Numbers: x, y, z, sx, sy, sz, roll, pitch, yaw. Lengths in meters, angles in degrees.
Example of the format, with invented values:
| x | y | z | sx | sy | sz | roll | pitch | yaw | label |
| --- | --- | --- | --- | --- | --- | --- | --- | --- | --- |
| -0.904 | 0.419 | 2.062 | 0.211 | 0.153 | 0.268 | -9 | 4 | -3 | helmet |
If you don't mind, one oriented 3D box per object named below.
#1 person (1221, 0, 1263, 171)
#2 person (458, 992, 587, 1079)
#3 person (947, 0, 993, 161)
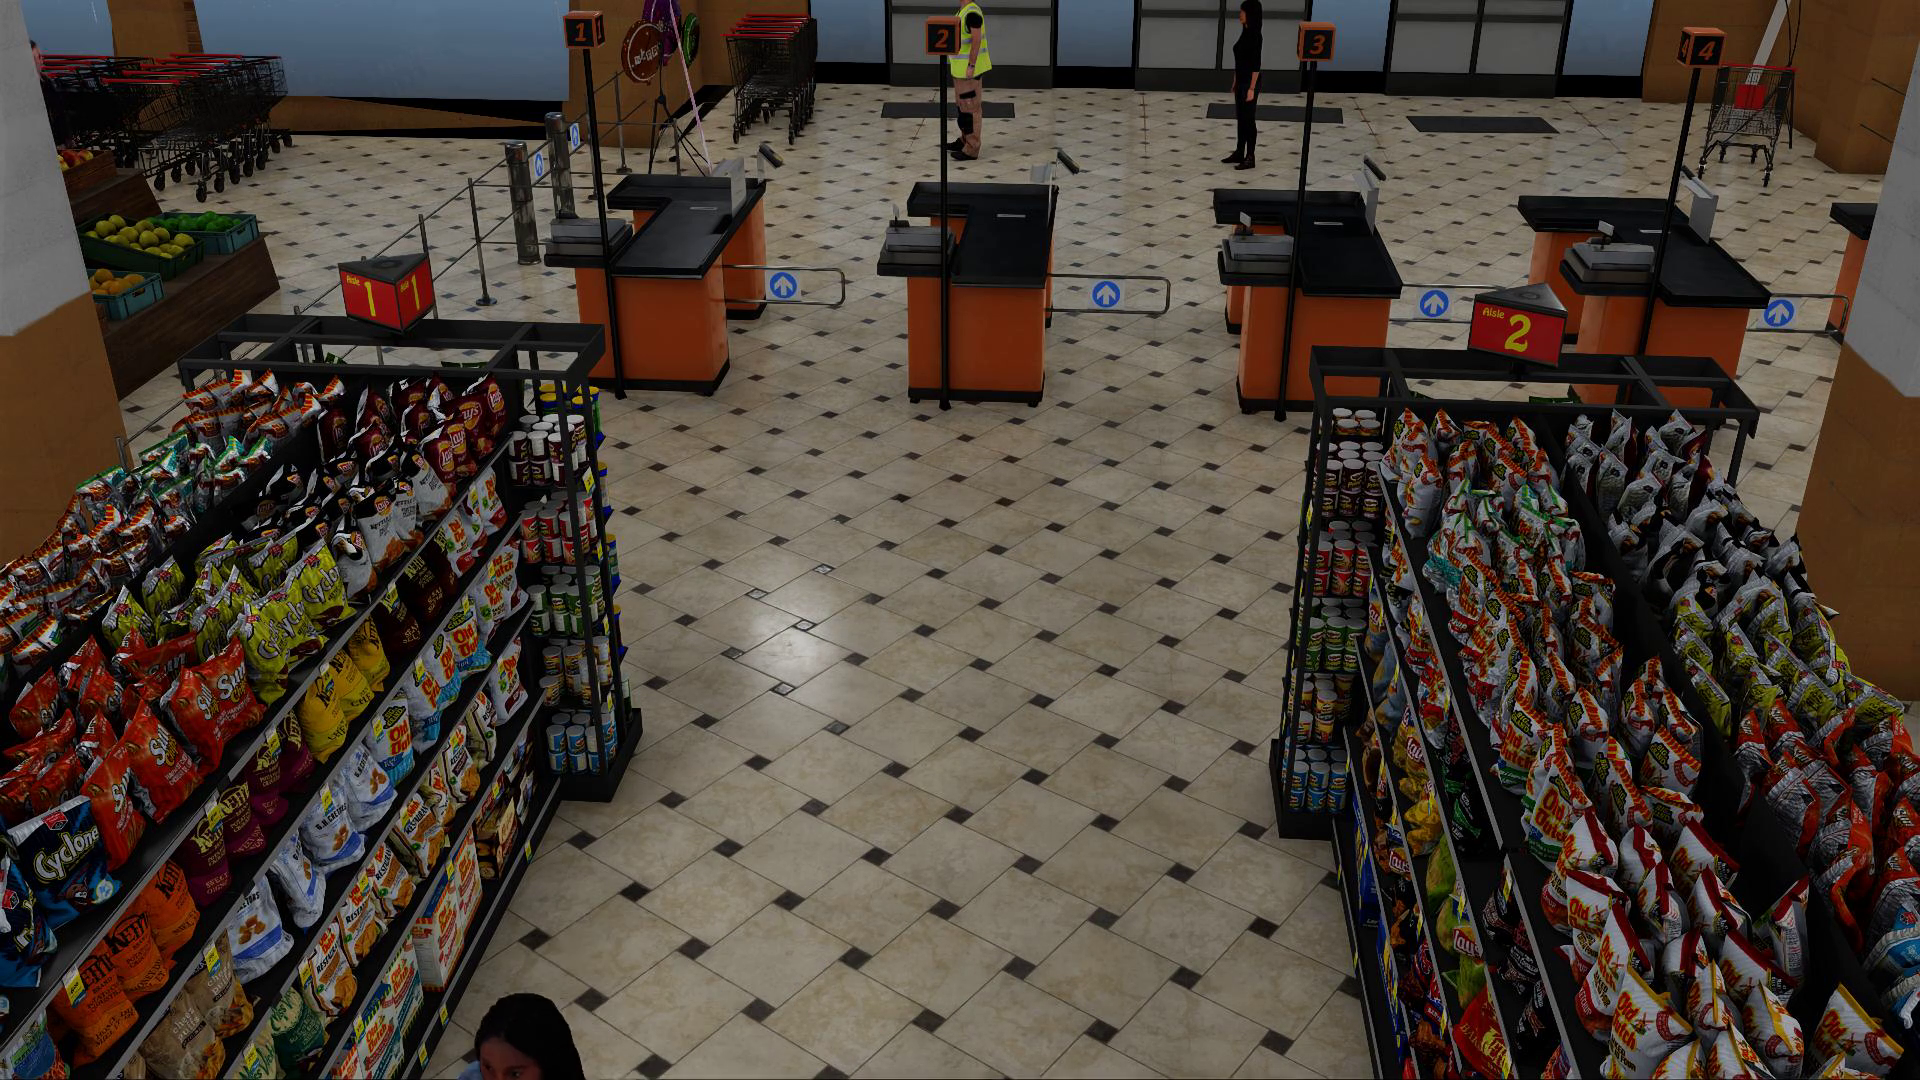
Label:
| x | y | z | sx | sy | sz | roll | pitch | yaw | label |
| --- | --- | --- | --- | --- | --- | --- | --- | --- | --- |
| 2.888 | -4.575 | 16.680 | 0.702 | 1.642 | 0.560 | -8 | 28 | -15 | person |
| -0.984 | 1.756 | 4.131 | 0.803 | 1.701 | 0.967 | 12 | 29 | 22 | person |
| 0.064 | -4.841 | 16.980 | 0.837 | 1.846 | 0.740 | -4 | 27 | -9 | person |
